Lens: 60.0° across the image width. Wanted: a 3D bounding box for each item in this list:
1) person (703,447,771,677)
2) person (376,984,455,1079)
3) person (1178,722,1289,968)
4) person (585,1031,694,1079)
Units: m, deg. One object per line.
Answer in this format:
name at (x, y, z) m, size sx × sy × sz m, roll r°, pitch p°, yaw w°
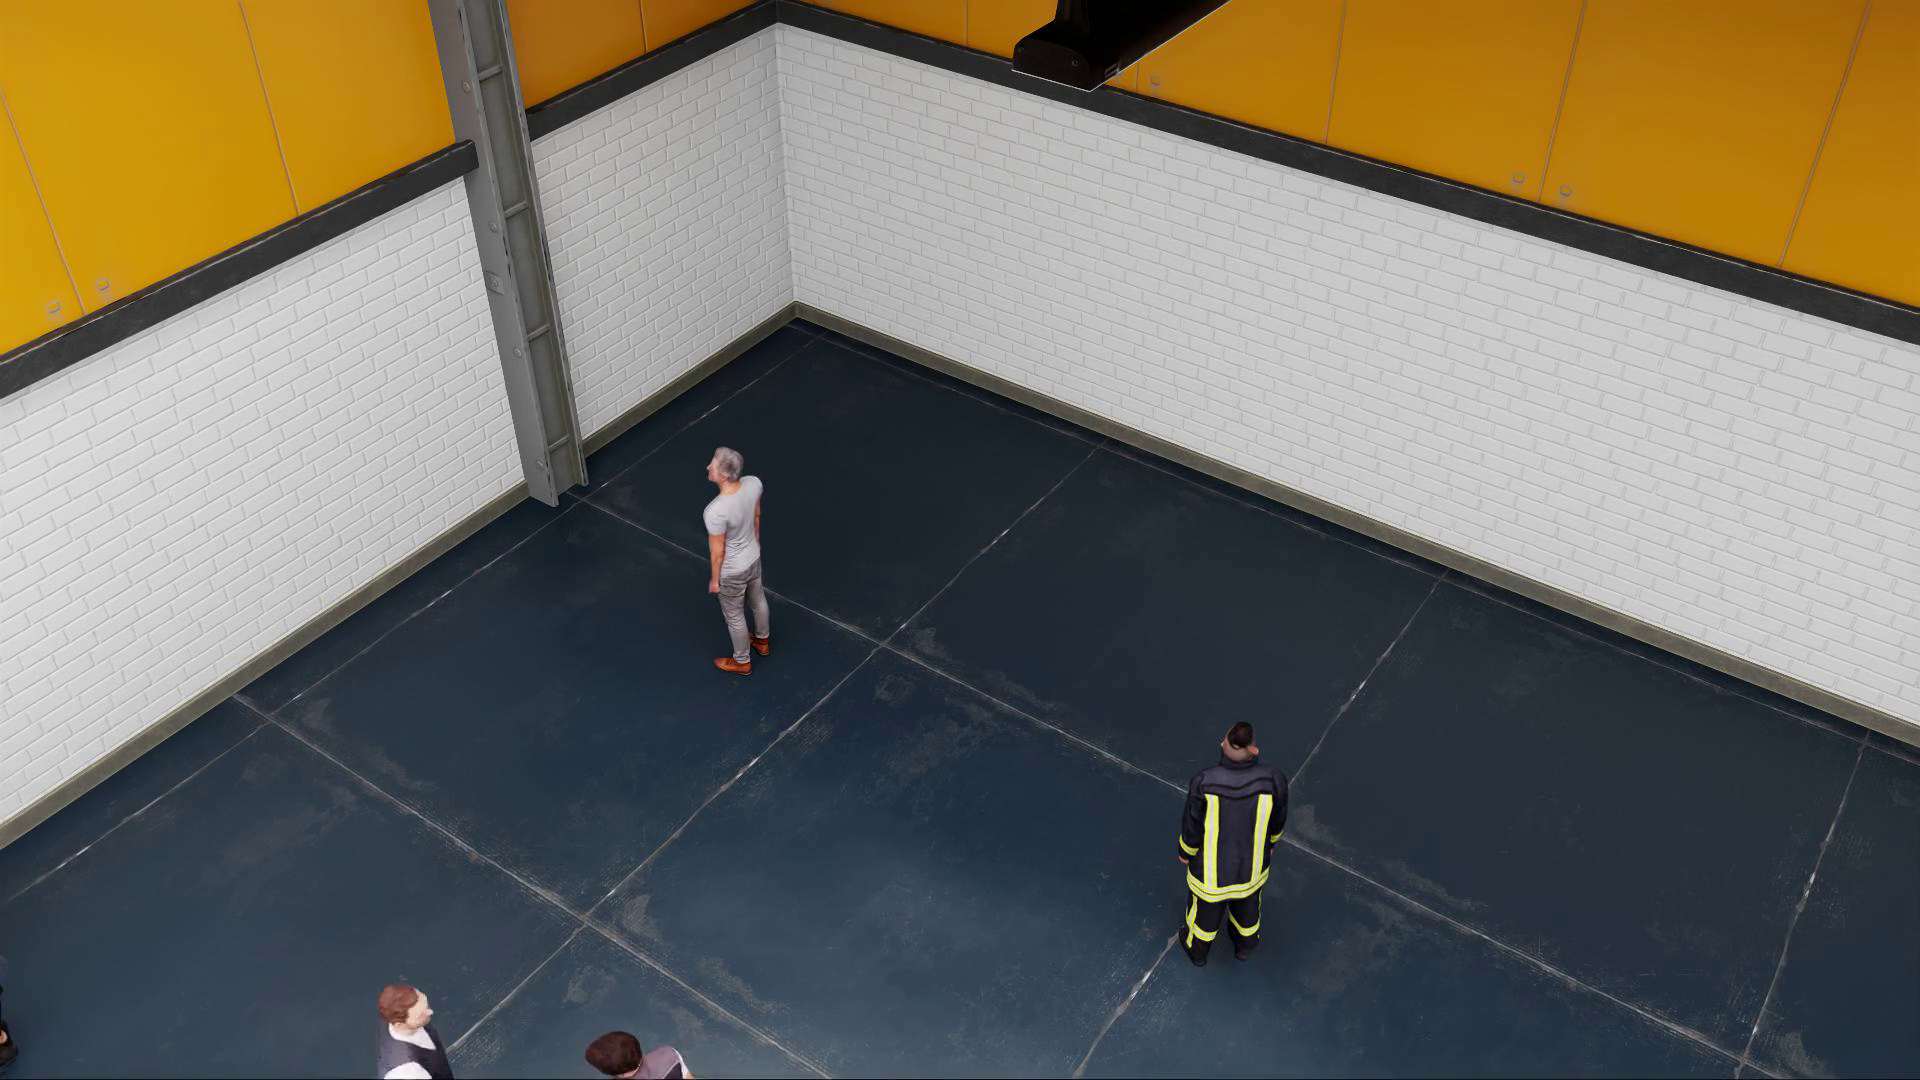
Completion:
person at (-1.500, 0.137, 11.236) m, size 0.768 × 1.835 × 0.521 m, roll 19°, pitch 43°, yaw 23°
person at (-2.651, 2.756, 7.914) m, size 1.316 × 1.889 × 1.184 m, roll -11°, pitch 40°, yaw -13°
person at (1.501, 1.690, 9.267) m, size 0.878 × 1.866 × 0.921 m, roll -3°, pitch 39°, yaw -4°
person at (-1.401, 2.844, 7.860) m, size 0.623 × 1.818 × 0.923 m, roll -24°, pitch 45°, yaw -27°
